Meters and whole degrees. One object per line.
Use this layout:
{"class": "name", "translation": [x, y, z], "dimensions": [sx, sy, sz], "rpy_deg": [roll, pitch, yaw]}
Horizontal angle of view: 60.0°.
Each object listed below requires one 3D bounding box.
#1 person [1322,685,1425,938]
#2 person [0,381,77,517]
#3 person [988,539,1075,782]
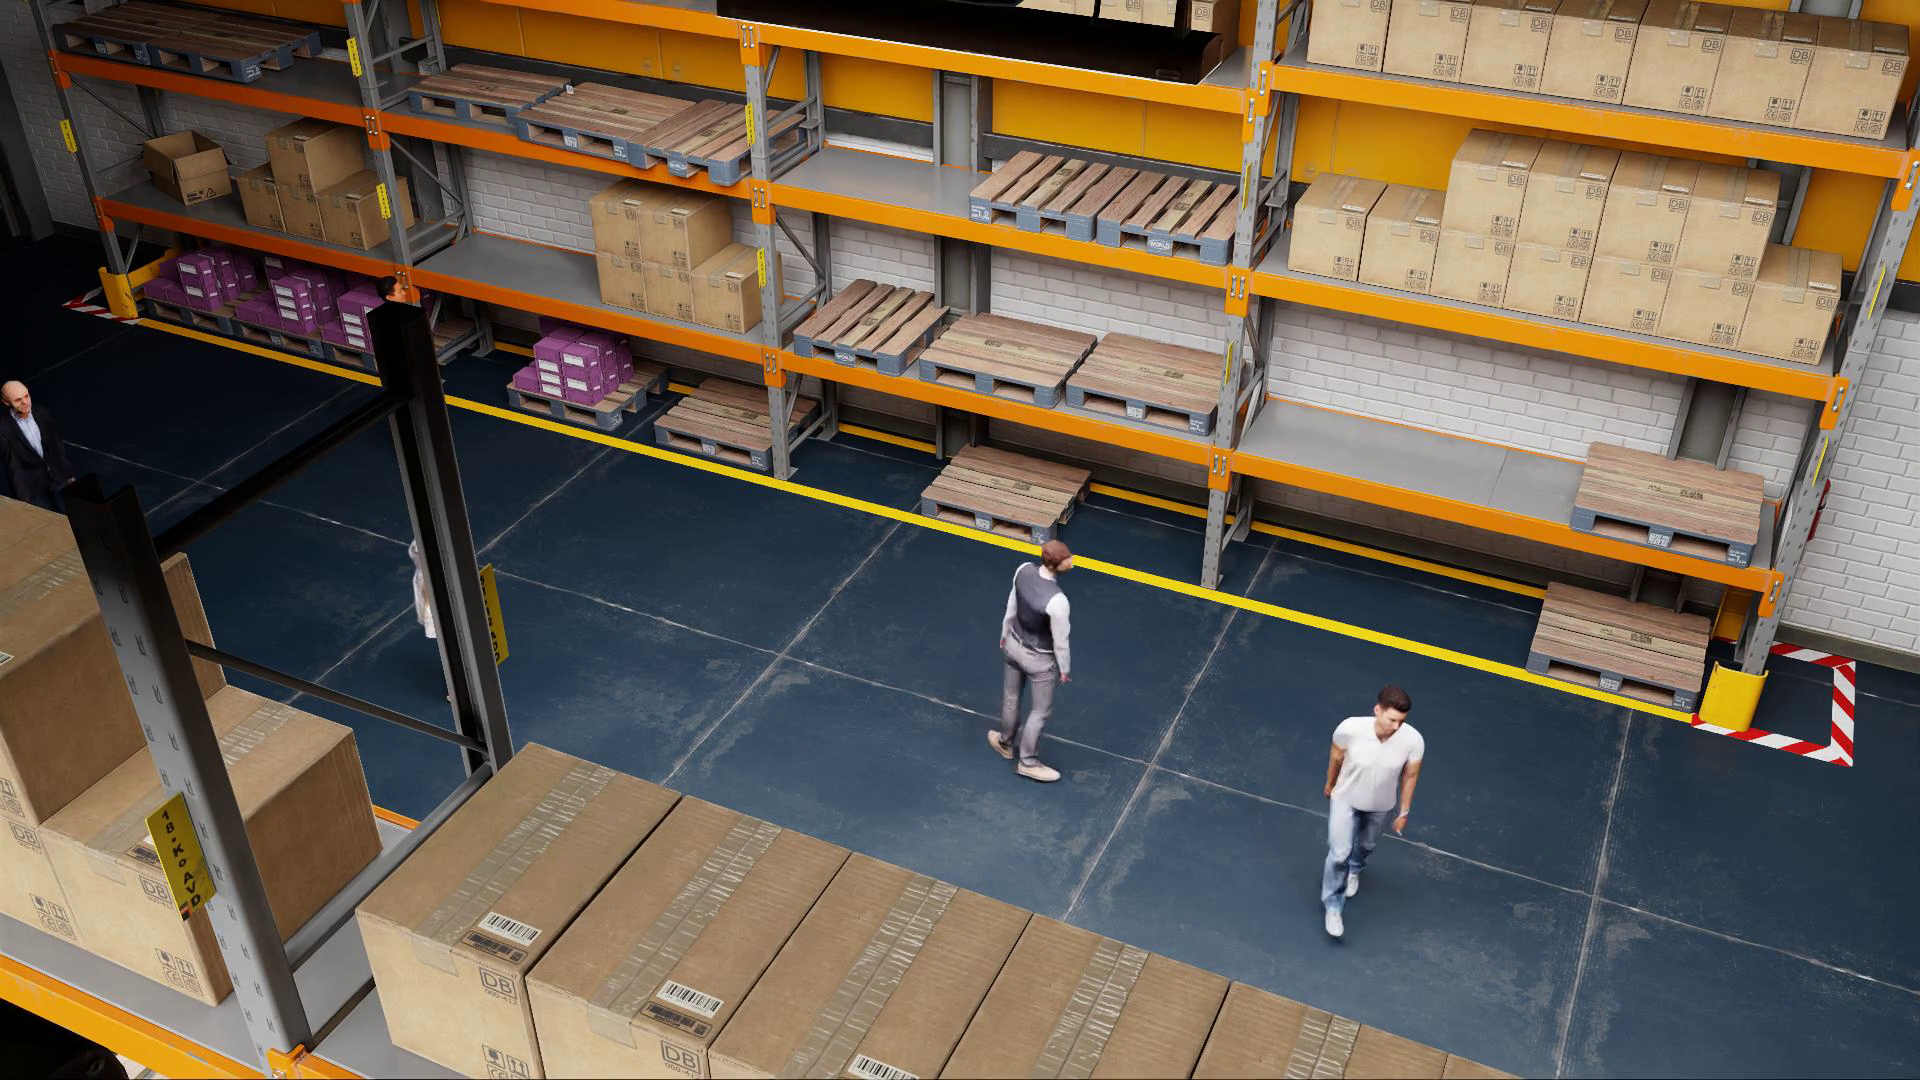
{"class": "person", "translation": [2.456, 1.518, 10.158], "dimensions": [0.987, 1.817, 0.896], "rpy_deg": [9, 35, 13]}
{"class": "person", "translation": [-7.343, -0.478, 13.192], "dimensions": [0.999, 1.782, 0.746], "rpy_deg": [18, 38, 25]}
{"class": "person", "translation": [0.426, 0.747, 11.233], "dimensions": [0.745, 1.911, 0.962], "rpy_deg": [24, 41, 32]}
